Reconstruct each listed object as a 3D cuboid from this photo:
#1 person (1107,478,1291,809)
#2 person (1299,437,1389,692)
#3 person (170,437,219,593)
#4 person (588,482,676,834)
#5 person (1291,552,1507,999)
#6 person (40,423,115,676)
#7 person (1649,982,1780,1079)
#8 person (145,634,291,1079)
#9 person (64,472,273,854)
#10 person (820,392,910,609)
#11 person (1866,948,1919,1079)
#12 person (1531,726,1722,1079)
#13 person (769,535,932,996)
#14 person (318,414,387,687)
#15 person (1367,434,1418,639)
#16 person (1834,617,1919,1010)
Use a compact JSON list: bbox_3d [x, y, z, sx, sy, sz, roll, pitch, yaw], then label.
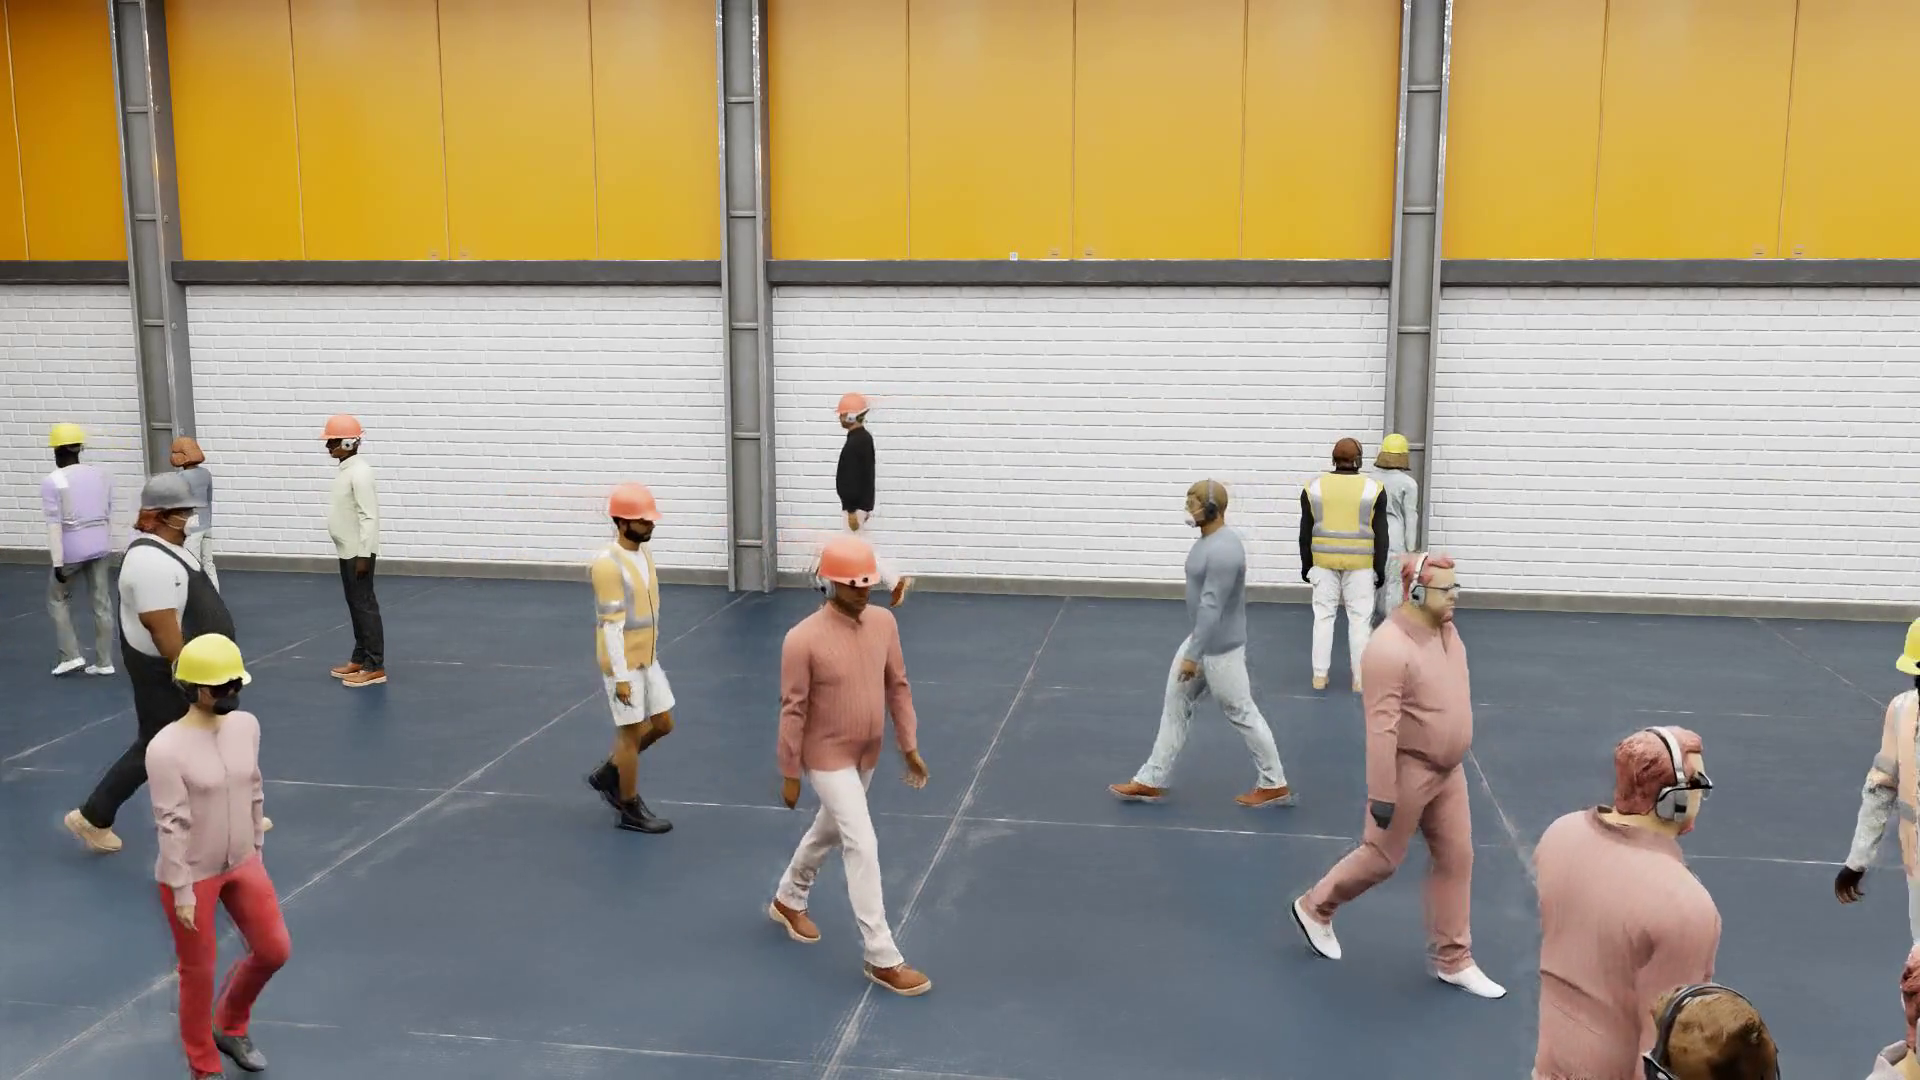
[{"bbox_3d":[1.397,0.592,9.332,1.025,1.891,0.631,-1,9,-7],"label":"person"},{"bbox_3d":[2.775,0.176,12.030,0.633,1.839,0.429,4,10,21],"label":"person"},{"bbox_3d":[-6.503,-0.058,14.097,0.285,1.636,0.500,1,9,7],"label":"person"},{"bbox_3d":[-1.785,0.635,8.949,0.477,1.918,0.551,3,10,19],"label":"person"},{"bbox_3d":[1.882,0.962,7.081,0.890,1.878,0.650,9,13,44],"label":"person"},{"bbox_3d":[-6.591,0.080,12.410,0.587,1.907,0.589,5,10,28],"label":"person"},{"bbox_3d":[1.281,1.659,2.887,0.506,1.839,0.343,-4,10,-22],"label":"person"},{"bbox_3d":[-2.684,1.197,6.019,0.388,1.754,0.524,4,10,24],"label":"person"},{"bbox_3d":[-4.189,0.620,8.669,0.898,2.000,0.687,-2,9,-12],"label":"person"},{"bbox_3d":[-0.845,-0.321,14.699,0.783,1.973,0.621,2,9,9],"label":"person"},{"bbox_3d":[1.721,1.616,2.940,0.651,1.907,0.409,-7,11,-35],"label":"person"},{"bbox_3d":[1.833,1.397,4.457,0.999,1.855,0.648,-3,10,-18],"label":"person"},{"bbox_3d":[-0.532,0.912,7.219,1.051,1.940,0.595,7,12,38],"label":"person"},{"bbox_3d":[-4.454,0.071,12.199,0.388,1.992,0.625,-6,11,-32],"label":"person"},{"bbox_3d":[3.440,0.016,13.330,0.487,1.739,0.316,8,12,42],"label":"person"},{"bbox_3d":[3.386,1.165,5.771,0.641,1.894,0.597,-1,9,-7],"label":"person"}]
